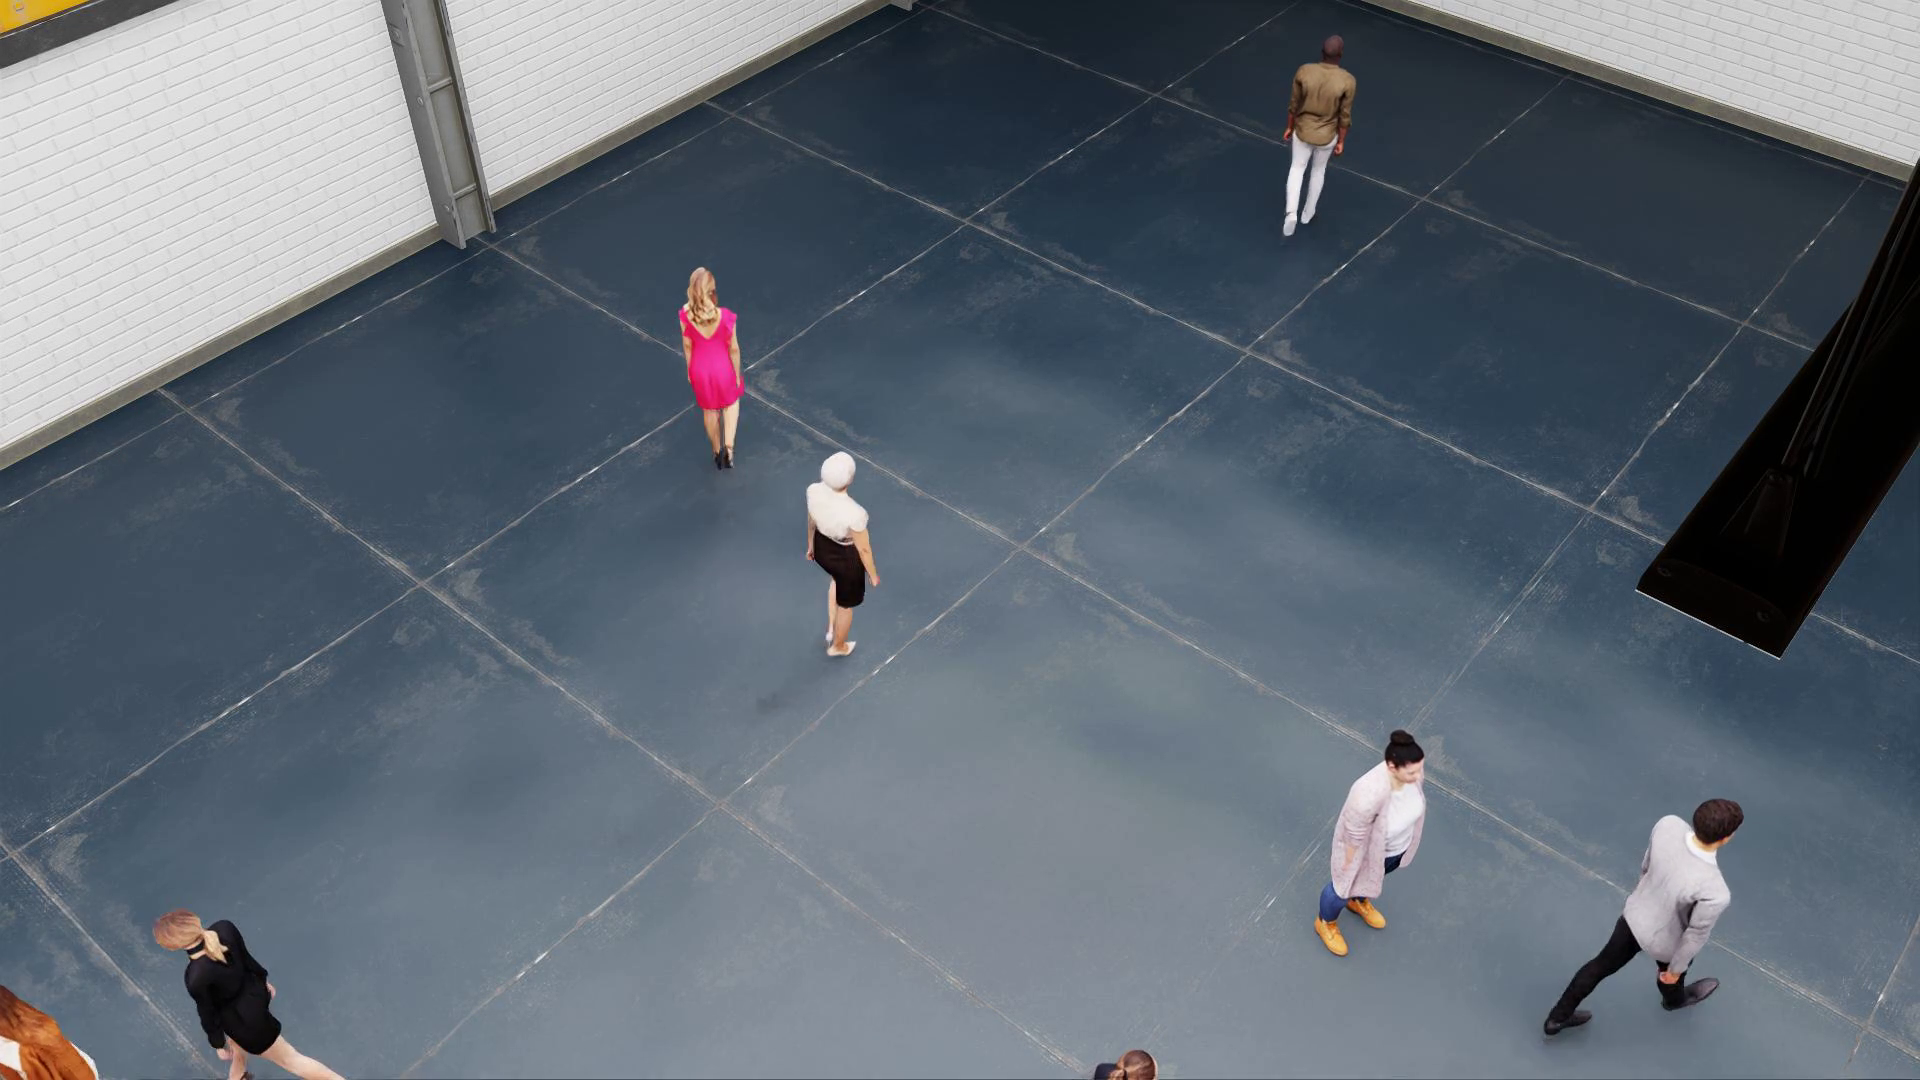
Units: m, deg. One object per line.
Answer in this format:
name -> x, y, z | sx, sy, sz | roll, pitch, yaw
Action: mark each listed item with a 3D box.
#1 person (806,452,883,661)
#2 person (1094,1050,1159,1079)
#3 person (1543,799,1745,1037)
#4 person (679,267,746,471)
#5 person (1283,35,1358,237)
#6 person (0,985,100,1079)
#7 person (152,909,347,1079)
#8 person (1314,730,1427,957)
person -> -0.822, 0.178, 10.551 | 0.652, 1.741, 0.630 | 31, 52, 29
person -> 0.737, 2.865, 7.773 | 0.678, 1.683, 0.701 | -21, 48, -21
person -> 3.505, 2.006, 8.542 | 1.401, 1.866, 1.203 | -13, 45, -13
person -> -1.788, -1.153, 11.966 | 0.791, 1.717, 0.859 | -1, 44, -1
person -> 3.032, -3.440, 14.303 | 0.930, 1.805, 1.067 | 13, 45, 13
person -> -4.316, 2.546, 8.094 | 0.692, 1.702, 0.718 | 21, 47, 20
person -> -3.462, 2.378, 8.260 | 1.109, 1.716, 1.136 | 3, 44, 3
person -> 2.243, 1.611, 9.048 | 0.637, 1.741, 0.801 | -28, 50, -26
